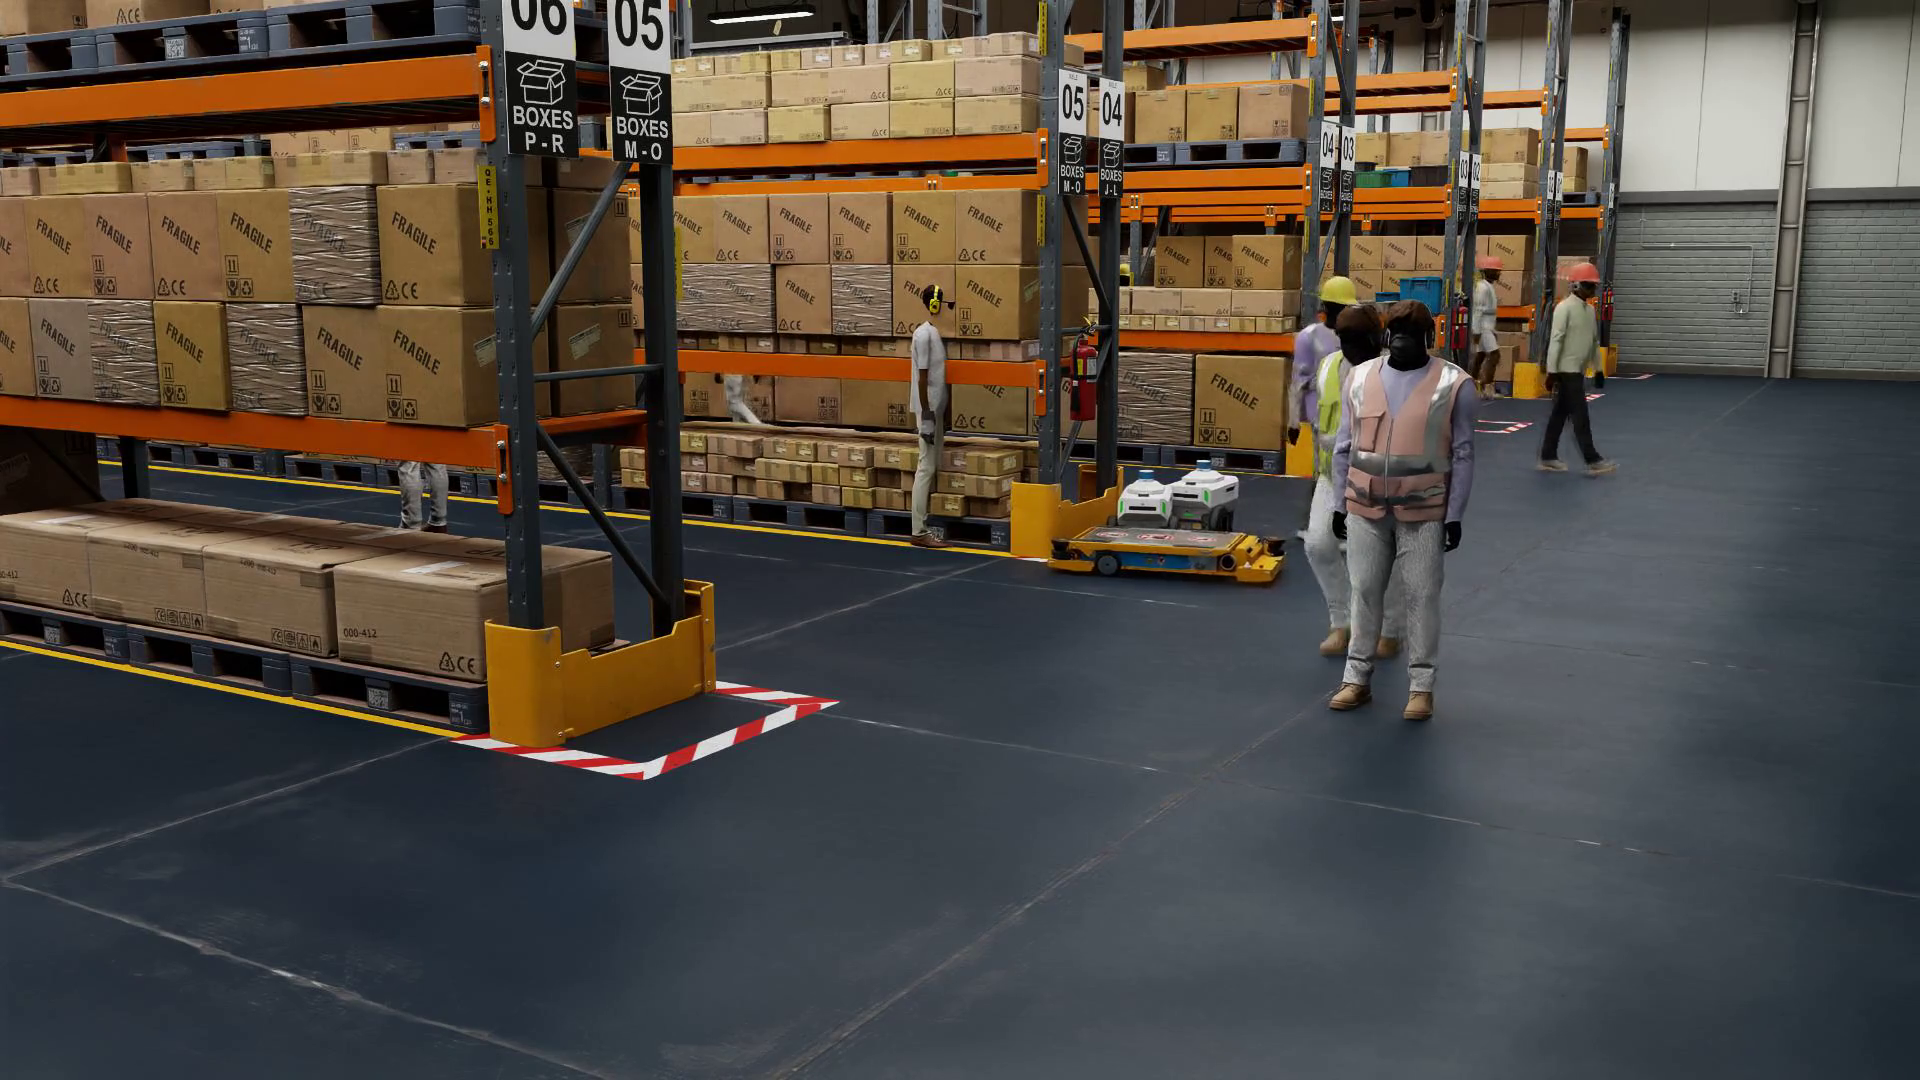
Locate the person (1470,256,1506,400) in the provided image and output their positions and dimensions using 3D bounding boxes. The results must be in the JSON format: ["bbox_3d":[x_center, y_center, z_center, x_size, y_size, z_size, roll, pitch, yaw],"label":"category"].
[{"bbox_3d":[7.499,-2.966,23.409,0.737,2.017,0.637,5,11,26],"label":"person"}]

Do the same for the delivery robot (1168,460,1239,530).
[{"bbox_3d":[1.754,-0.334,12.008,0.477,0.478,0.707,5,11,28],"label":"delivery robot"}]

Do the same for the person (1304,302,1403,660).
[{"bbox_3d":[2.010,-0.286,8.363,0.578,1.799,0.677,-8,13,-41],"label":"person"}]

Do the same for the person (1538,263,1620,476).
[{"bbox_3d":[5.815,-1.571,15.410,0.933,1.955,0.653,9,14,44],"label":"person"}]

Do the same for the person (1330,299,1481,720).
[{"bbox_3d":[1.936,-0.134,7.348,0.627,1.846,0.429,6,11,30],"label":"person"}]

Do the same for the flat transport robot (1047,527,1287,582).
[{"bbox_3d":[1.338,0.077,10.707,1.431,0.197,0.652,3,10,19],"label":"flat transport robot"}]

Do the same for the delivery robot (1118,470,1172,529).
[{"bbox_3d":[1.278,-0.240,11.458,0.477,0.478,0.707,2,10,9],"label":"delivery robot"}]

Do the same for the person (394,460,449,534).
[{"bbox_3d":[-3.892,-0.946,11.817,0.362,1.939,0.635,5,11,28],"label":"person"}]

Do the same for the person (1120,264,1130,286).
[{"bbox_3d":[2.388,-3.119,24.616,0.384,1.920,0.587,6,12,33],"label":"person"}]

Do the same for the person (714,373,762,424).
[{"bbox_3d":[-2.182,-1.758,16.817,0.747,1.862,0.581,7,12,35],"label":"person"}]

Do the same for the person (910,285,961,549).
[{"bbox_3d":[-0.177,-0.866,11.611,0.333,1.855,0.510,2,10,12],"label":"person"}]

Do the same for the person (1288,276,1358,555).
[{"bbox_3d":[2.607,-0.856,11.431,0.591,1.887,0.864,-6,11,-30],"label":"person"}]
